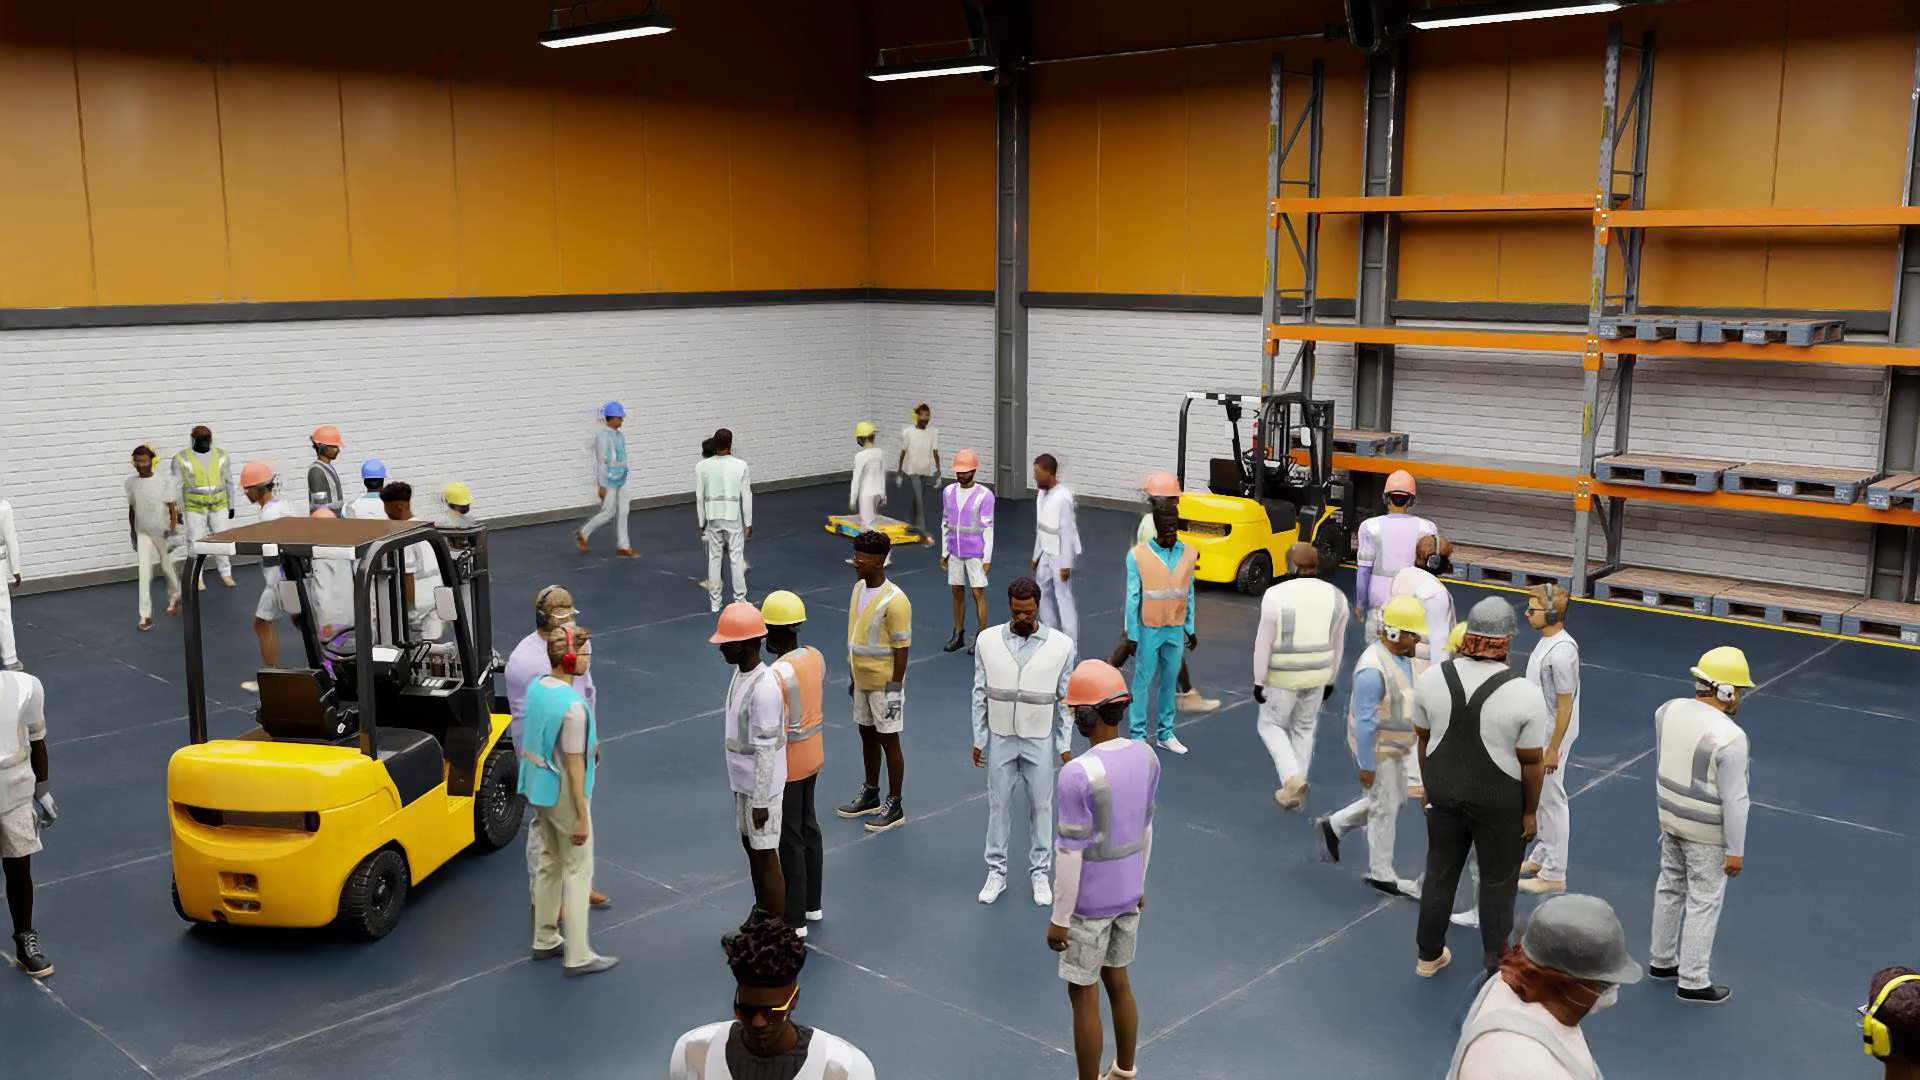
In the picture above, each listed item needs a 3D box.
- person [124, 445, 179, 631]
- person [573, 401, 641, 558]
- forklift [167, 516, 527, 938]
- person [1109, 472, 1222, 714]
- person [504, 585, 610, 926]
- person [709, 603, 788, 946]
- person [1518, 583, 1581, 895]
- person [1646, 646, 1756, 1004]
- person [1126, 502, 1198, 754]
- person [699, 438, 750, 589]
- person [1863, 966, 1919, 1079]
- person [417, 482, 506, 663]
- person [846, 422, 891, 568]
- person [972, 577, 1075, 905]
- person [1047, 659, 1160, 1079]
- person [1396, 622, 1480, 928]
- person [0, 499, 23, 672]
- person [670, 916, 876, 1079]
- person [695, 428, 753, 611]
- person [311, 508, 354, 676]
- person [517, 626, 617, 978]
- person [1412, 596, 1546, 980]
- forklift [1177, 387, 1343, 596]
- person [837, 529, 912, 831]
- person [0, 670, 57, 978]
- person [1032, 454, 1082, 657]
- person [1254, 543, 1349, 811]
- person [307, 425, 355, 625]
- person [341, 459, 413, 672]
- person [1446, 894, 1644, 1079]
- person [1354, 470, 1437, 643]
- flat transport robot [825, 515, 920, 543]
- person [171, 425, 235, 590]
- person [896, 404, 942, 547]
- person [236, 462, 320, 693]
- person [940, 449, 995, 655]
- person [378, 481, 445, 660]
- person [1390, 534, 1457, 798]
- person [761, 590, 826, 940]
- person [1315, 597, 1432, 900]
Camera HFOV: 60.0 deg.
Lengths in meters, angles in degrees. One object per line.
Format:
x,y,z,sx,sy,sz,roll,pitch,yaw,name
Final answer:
-8.117,-0.062,16.759,0.497,1.825,0.982,-2,10,-10,person
-4.297,-0.723,20.179,0.733,1.931,0.622,3,10,14,person
-3.583,0.976,9.748,1.214,2.155,2.313,2,10,11,forklift
1.561,0.434,13.452,1.067,1.997,0.607,0,10,2,person
-2.260,1.188,9.306,0.368,1.927,0.639,5,11,25,person
-1.113,1.277,8.796,0.388,1.930,0.544,-4,11,-21,person
3.437,1.155,9.730,0.326,1.842,0.517,2,10,10,person
3.705,1.418,8.310,0.403,1.818,0.606,-2,10,-14,person
1.488,0.656,12.356,0.591,1.918,0.383,-5,11,-25,person
-2.647,-0.282,18.344,0.458,1.681,0.540,4,11,21,person
2.497,2.069,4.508,0.510,1.854,0.324,-2,10,-11,person
-4.502,0.316,14.898,0.881,1.717,0.546,0,10,2,person
-1.088,-0.523,19.587,0.740,1.739,0.541,6,12,31,person
0.361,1.145,9.586,0.587,1.915,0.392,1,10,8,person
0.589,1.514,7.163,0.402,2.031,0.614,8,13,40,person
2.725,1.294,9.279,0.726,1.714,0.499,6,12,32,person
-8.599,0.273,14.636,0.586,1.882,0.343,-4,11,-23,person
-0.525,1.985,4.684,0.604,1.959,0.372,2,10,12,person
-2.438,-0.201,17.245,0.587,1.916,0.392,1,10,8,person
-5.008,0.609,13.234,0.396,1.703,0.682,-1,10,-5,person
-2.076,1.352,8.647,0.395,1.834,0.574,-8,12,-37,person
2.665,1.273,8.494,0.684,2.000,0.536,9,13,41,person
3.298,-0.608,18.767,1.214,2.155,2.313,9,13,42,forklift
-0.553,0.900,10.831,0.368,1.966,0.603,-7,12,-34,person
-4.940,1.315,8.468,0.609,1.965,0.368,-10,14,-44,person
0.856,0.157,15.339,0.511,1.888,0.599,-4,11,-21,person
2.269,0.937,11.052,0.660,1.815,0.543,-3,10,-16,person
-6.209,-0.116,16.409,0.377,2.041,0.607,-3,10,-14,person
-5.080,0.258,14.572,0.605,1.939,0.415,-1,10,-7,person
1.487,1.911,4.863,0.860,2.000,0.699,3,10,15,person
3.417,0.465,13.088,0.615,2.042,0.376,1,10,6,person
-1.154,-0.156,21.666,0.652,0.197,1.431,-6,11,-30,flat transport robot
-8.352,-0.361,18.407,0.645,1.831,0.430,-8,13,-38,person
-0.520,-0.850,21.260,0.522,1.816,1.031,-5,11,-26,person
-5.750,0.323,14.168,0.773,1.980,0.668,-2,10,-10,person
0.056,0.111,15.439,0.546,1.930,0.389,6,12,33,person
-4.365,0.484,13.330,0.515,1.932,0.625,2,10,9,person
3.181,0.861,11.447,0.429,1.834,0.636,-2,10,-12,person
-0.940,1.225,9.092,0.367,1.927,0.590,3,10,18,person
2.400,1.185,9.688,0.662,1.799,0.625,7,12,34,person
